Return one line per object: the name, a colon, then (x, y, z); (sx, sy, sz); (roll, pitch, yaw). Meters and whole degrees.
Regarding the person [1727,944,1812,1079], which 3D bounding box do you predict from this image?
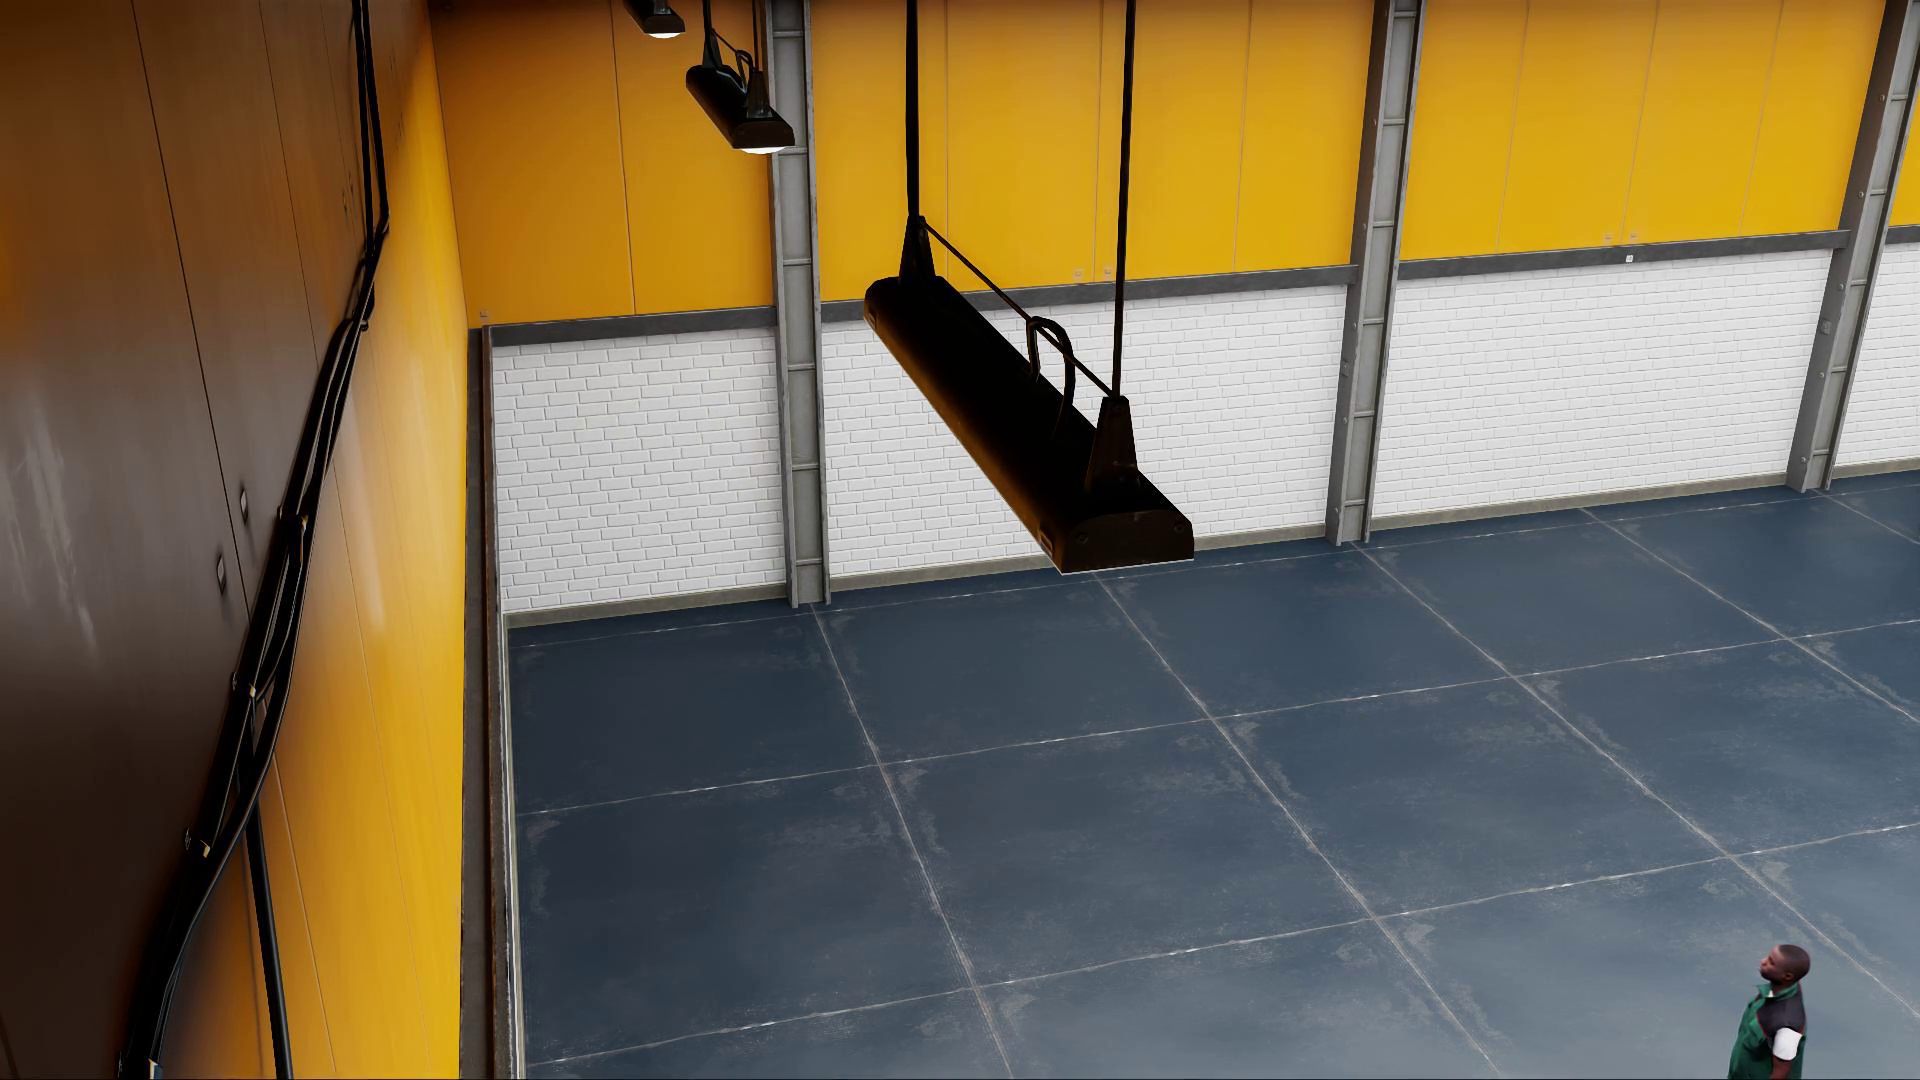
person: (4.411, 2.986, 9.154); (0.805, 1.840, 0.785); (8, 25, 17)
